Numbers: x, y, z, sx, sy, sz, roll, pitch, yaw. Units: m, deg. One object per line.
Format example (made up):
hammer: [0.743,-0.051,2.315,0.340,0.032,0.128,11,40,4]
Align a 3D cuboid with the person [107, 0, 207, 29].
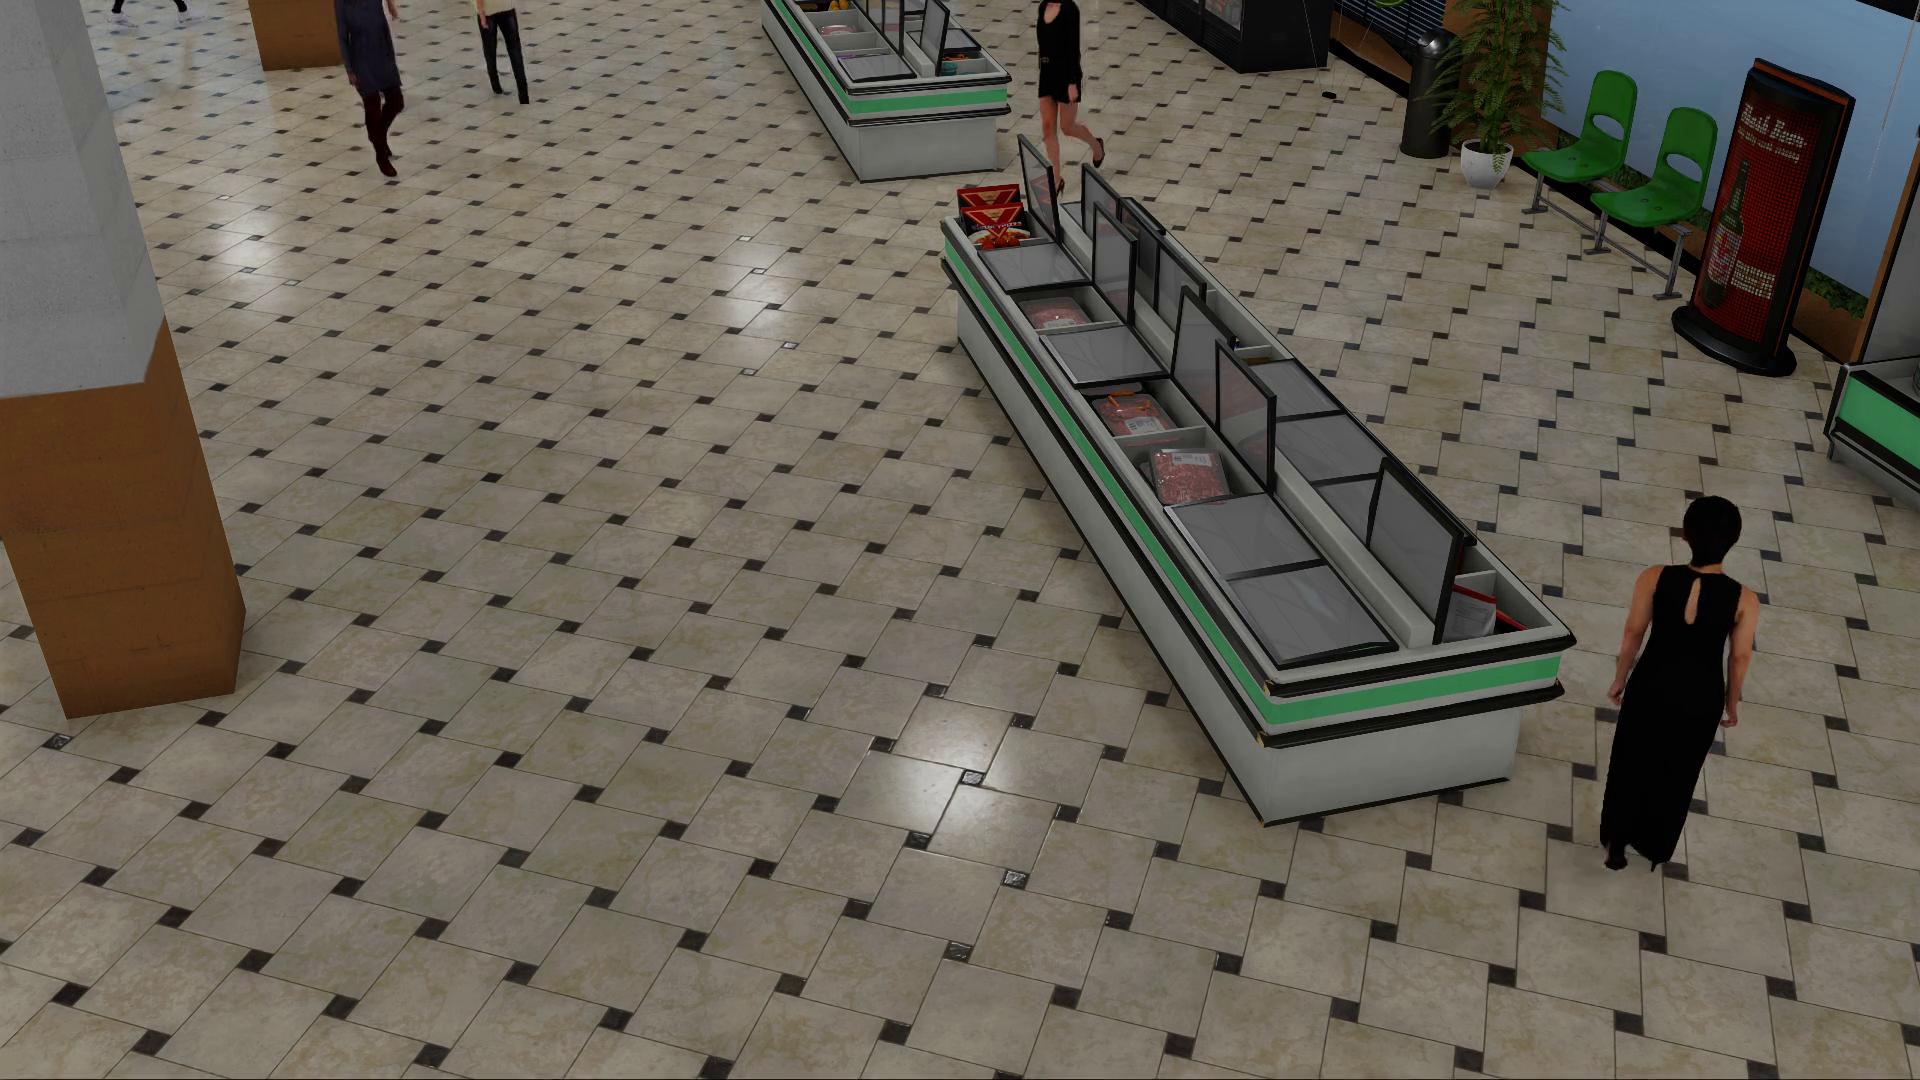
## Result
person: [-8.229,-5.932,16.458,1.040,1.739,1.196,-25,40,-34]

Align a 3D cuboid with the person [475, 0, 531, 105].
person: [-4.078,-4.605,14.511,0.722,1.544,1.050,-15,35,-23]

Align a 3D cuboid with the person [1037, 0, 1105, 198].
person: [0.786,-3.403,12.402,0.913,1.729,0.947,-28,41,-37]

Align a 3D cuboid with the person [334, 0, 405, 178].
person: [-4.605,-3.685,12.885,0.826,1.698,0.761,27,41,36]

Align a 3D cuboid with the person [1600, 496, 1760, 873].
person: [2.582,0.612,6.089,0.827,1.583,0.888,19,37,28]
